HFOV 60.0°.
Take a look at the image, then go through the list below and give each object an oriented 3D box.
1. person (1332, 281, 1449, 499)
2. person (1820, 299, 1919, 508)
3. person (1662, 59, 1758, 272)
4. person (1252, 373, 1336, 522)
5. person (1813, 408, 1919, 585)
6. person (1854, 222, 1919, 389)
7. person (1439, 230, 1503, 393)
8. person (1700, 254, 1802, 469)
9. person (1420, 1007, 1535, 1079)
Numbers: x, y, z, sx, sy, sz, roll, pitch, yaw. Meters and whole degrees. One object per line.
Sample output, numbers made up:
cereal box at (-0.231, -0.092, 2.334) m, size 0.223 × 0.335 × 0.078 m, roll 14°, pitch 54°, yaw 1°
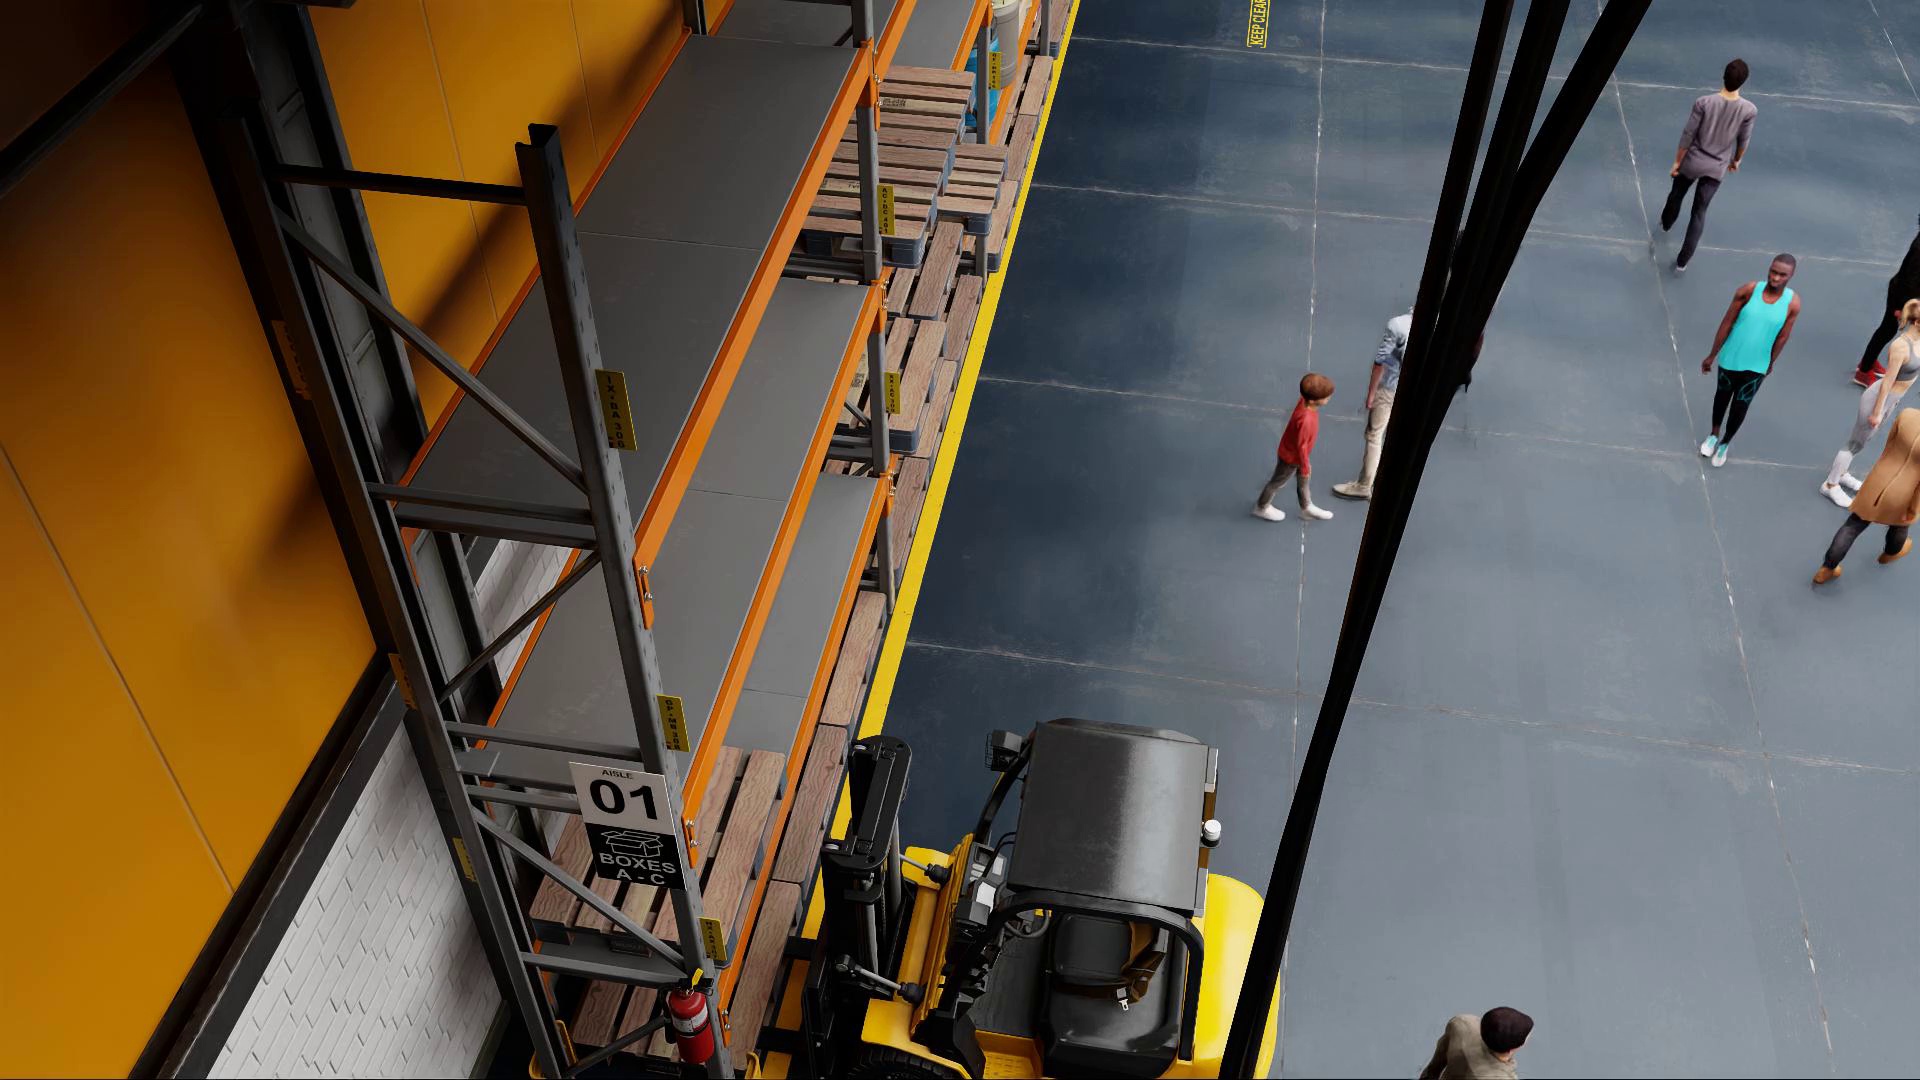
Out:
person at (3.156, -1.080, 12.020) m, size 0.899 × 1.828 × 0.776 m, roll -17°, pitch 46°, yaw -17°
person at (6.662, -1.011, 12.035) m, size 0.710 × 1.707 × 0.624 m, roll 34°, pitch 53°, yaw 30°
person at (6.375, -3.162, 14.223) m, size 0.839 × 1.804 × 1.215 m, roll 14°, pitch 45°, yaw 14°
person at (2.322, -0.658, 11.896) m, size 0.667 × 1.389 × 0.772 m, roll 11°, pitch 45°, yaw 12°
person at (6.318, -0.340, 11.349) m, size 1.145 × 1.682 × 1.114 m, roll -24°, pitch 48°, yaw -23°
person at (7.387, -1.927, 13.018) m, size 0.743 × 1.677 × 0.635 m, roll 26°, pitch 50°, yaw 25°
person at (3.999, -1.867, 12.910) m, size 0.741 × 1.740 × 0.744 m, roll -3°, pitch 44°, yaw -4°
person at (5.850, -1.379, 12.357) m, size 0.738 × 1.795 × 0.778 m, roll 26°, pitch 50°, yaw 25°
person at (2.297, 2.799, 7.950) m, size 1.066 × 1.825 × 1.158 m, roll -10°, pitch 44°, yaw -10°
